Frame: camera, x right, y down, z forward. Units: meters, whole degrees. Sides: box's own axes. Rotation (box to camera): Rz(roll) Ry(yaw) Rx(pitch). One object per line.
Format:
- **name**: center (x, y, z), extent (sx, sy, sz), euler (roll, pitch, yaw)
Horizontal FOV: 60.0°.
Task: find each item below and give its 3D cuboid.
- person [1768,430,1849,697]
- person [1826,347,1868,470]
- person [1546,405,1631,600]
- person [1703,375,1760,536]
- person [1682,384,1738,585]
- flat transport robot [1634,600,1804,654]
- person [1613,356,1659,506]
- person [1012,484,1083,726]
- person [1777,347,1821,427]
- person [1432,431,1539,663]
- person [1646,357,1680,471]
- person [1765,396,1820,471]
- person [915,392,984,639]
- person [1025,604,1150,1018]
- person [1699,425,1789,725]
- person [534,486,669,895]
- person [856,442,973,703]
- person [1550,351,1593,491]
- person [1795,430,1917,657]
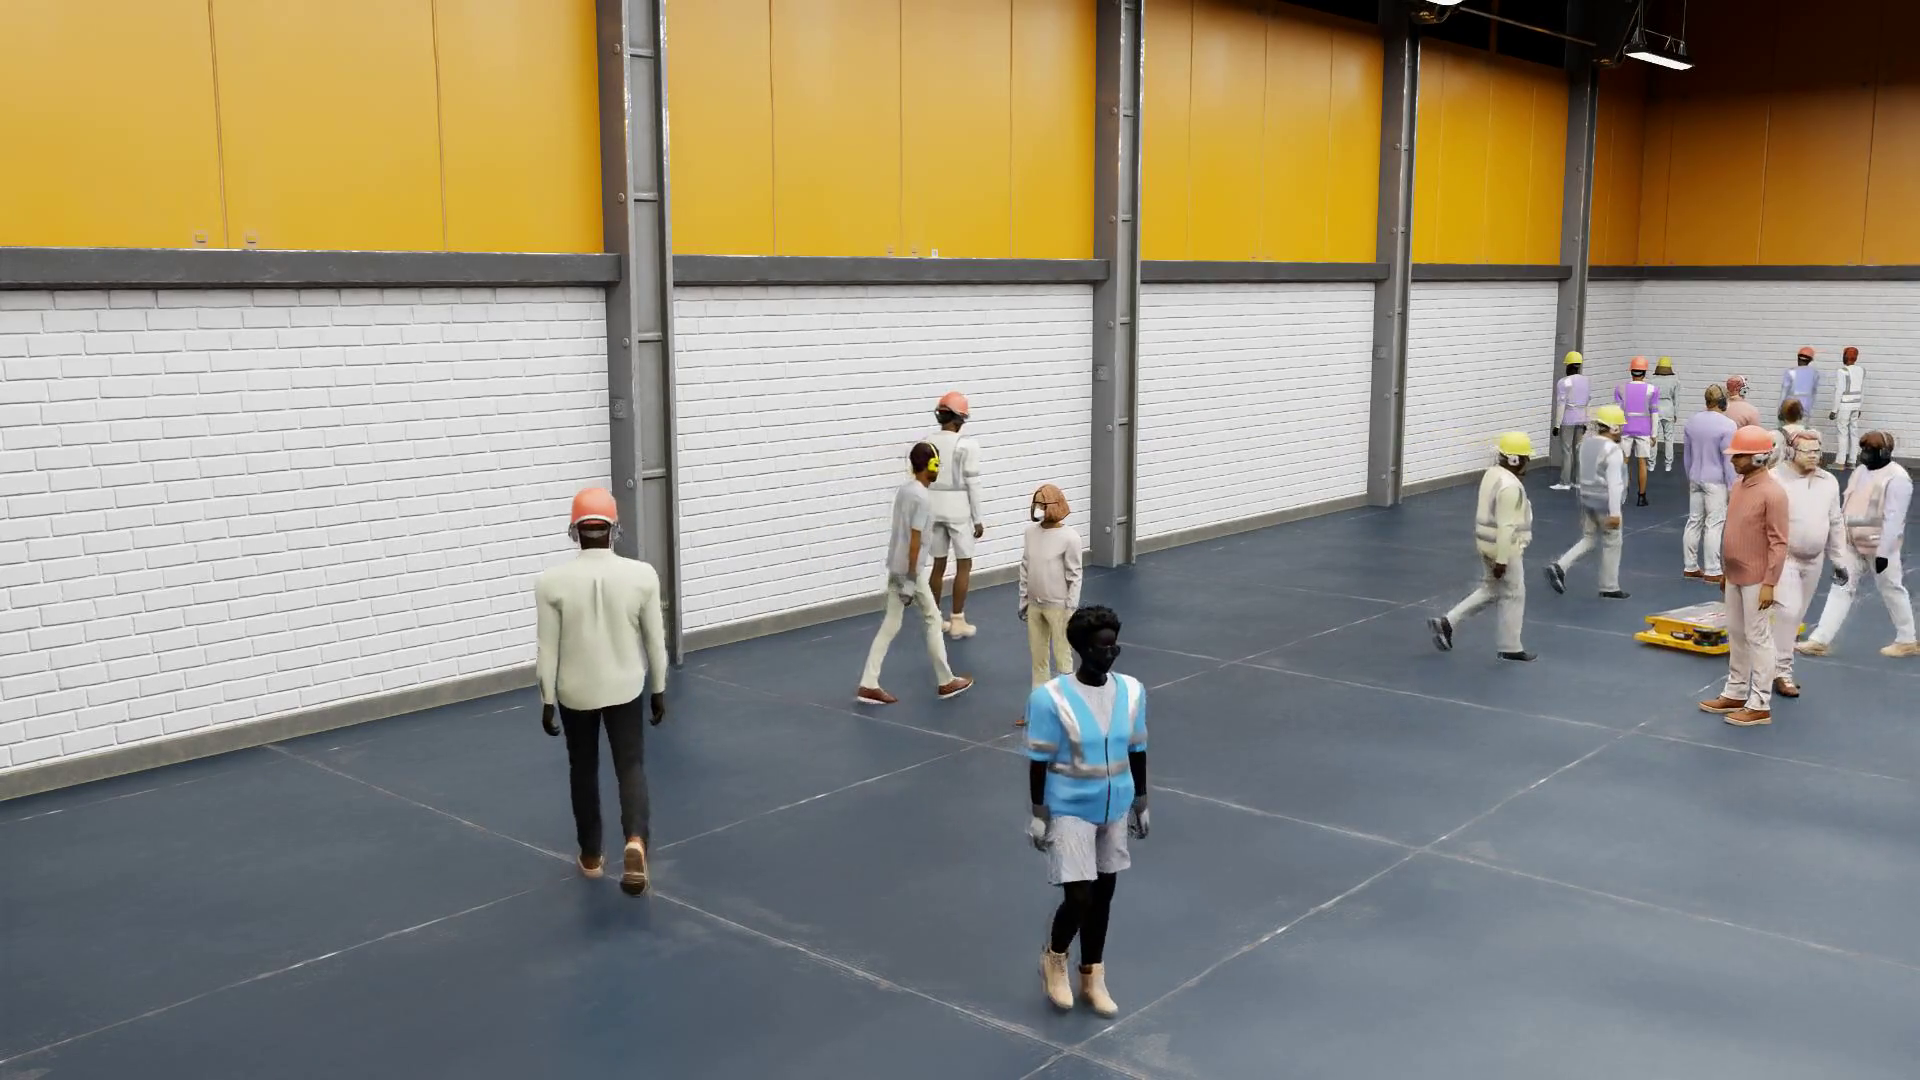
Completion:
- **person**: center (6.004, 0.168, 11.814), extent (0.648, 1.885, 0.727), euler (-2, 9, -13)
- **person**: center (13.585, -2.010, 25.473), extent (0.573, 1.883, 0.355), euler (-3, 10, -20)
- **person**: center (5.790, -0.330, 15.173), extent (0.718, 1.808, 0.605), euler (-2, 9, -10)
- **person**: center (8.352, -0.832, 18.002), extent (0.403, 1.906, 0.651), euler (-6, 11, -35)
- **person**: center (7.249, -0.538, 16.055), extent (0.372, 1.940, 0.630), euler (-3, 10, -19)
- **flat transport robot**: center (6.192, 0.694, 13.537), extent (1.431, 0.197, 0.652), euler (-7, 11, -36)
- **person**: center (8.713, -1.400, 21.473), extent (0.551, 1.936, 0.356), euler (4, 10, 24)
- **person**: center (0.575, 0.445, 10.835), extent (0.278, 1.634, 0.499), euler (-9, 13, -43)
- **person**: center (12.795, -2.006, 25.450), extent (0.574, 1.883, 0.701), euler (2, 9, 10)
- **person**: center (4.075, 0.055, 12.773), extent (0.729, 1.804, 0.602), euler (0, 9, 0)
- **person**: center (10.694, -1.921, 25.354), extent (0.487, 1.744, 0.295), euler (2, 9, 11)
- **person**: center (7.956, -0.465, 15.947), extent (0.522, 1.831, 0.704), euler (2, 9, 11)
- **person**: center (-0.105, -0.199, 13.676), extent (0.639, 2.015, 0.516), euler (6, 11, 33)
- **person**: center (0.525, 1.084, 6.631), extent (0.551, 1.685, 0.367), euler (-5, 10, -29)
- **person**: center (5.227, 0.232, 11.054), extent (0.399, 1.989, 0.622), euler (0, 9, -2)
- **person**: center (-1.715, 0.729, 8.015), extent (0.629, 1.972, 0.814), euler (-3, 9, -17)
- **person**: center (-0.308, 0.236, 11.579), extent (0.957, 1.818, 0.549), euler (-5, 10, -27)
- **person**: center (8.459, -1.643, 23.030), extent (0.588, 1.927, 0.365), euler (-4, 10, -25)
- **person**: center (7.058, 0.042, 12.889), extent (0.981, 1.792, 0.648), euler (-1, 9, -7)
